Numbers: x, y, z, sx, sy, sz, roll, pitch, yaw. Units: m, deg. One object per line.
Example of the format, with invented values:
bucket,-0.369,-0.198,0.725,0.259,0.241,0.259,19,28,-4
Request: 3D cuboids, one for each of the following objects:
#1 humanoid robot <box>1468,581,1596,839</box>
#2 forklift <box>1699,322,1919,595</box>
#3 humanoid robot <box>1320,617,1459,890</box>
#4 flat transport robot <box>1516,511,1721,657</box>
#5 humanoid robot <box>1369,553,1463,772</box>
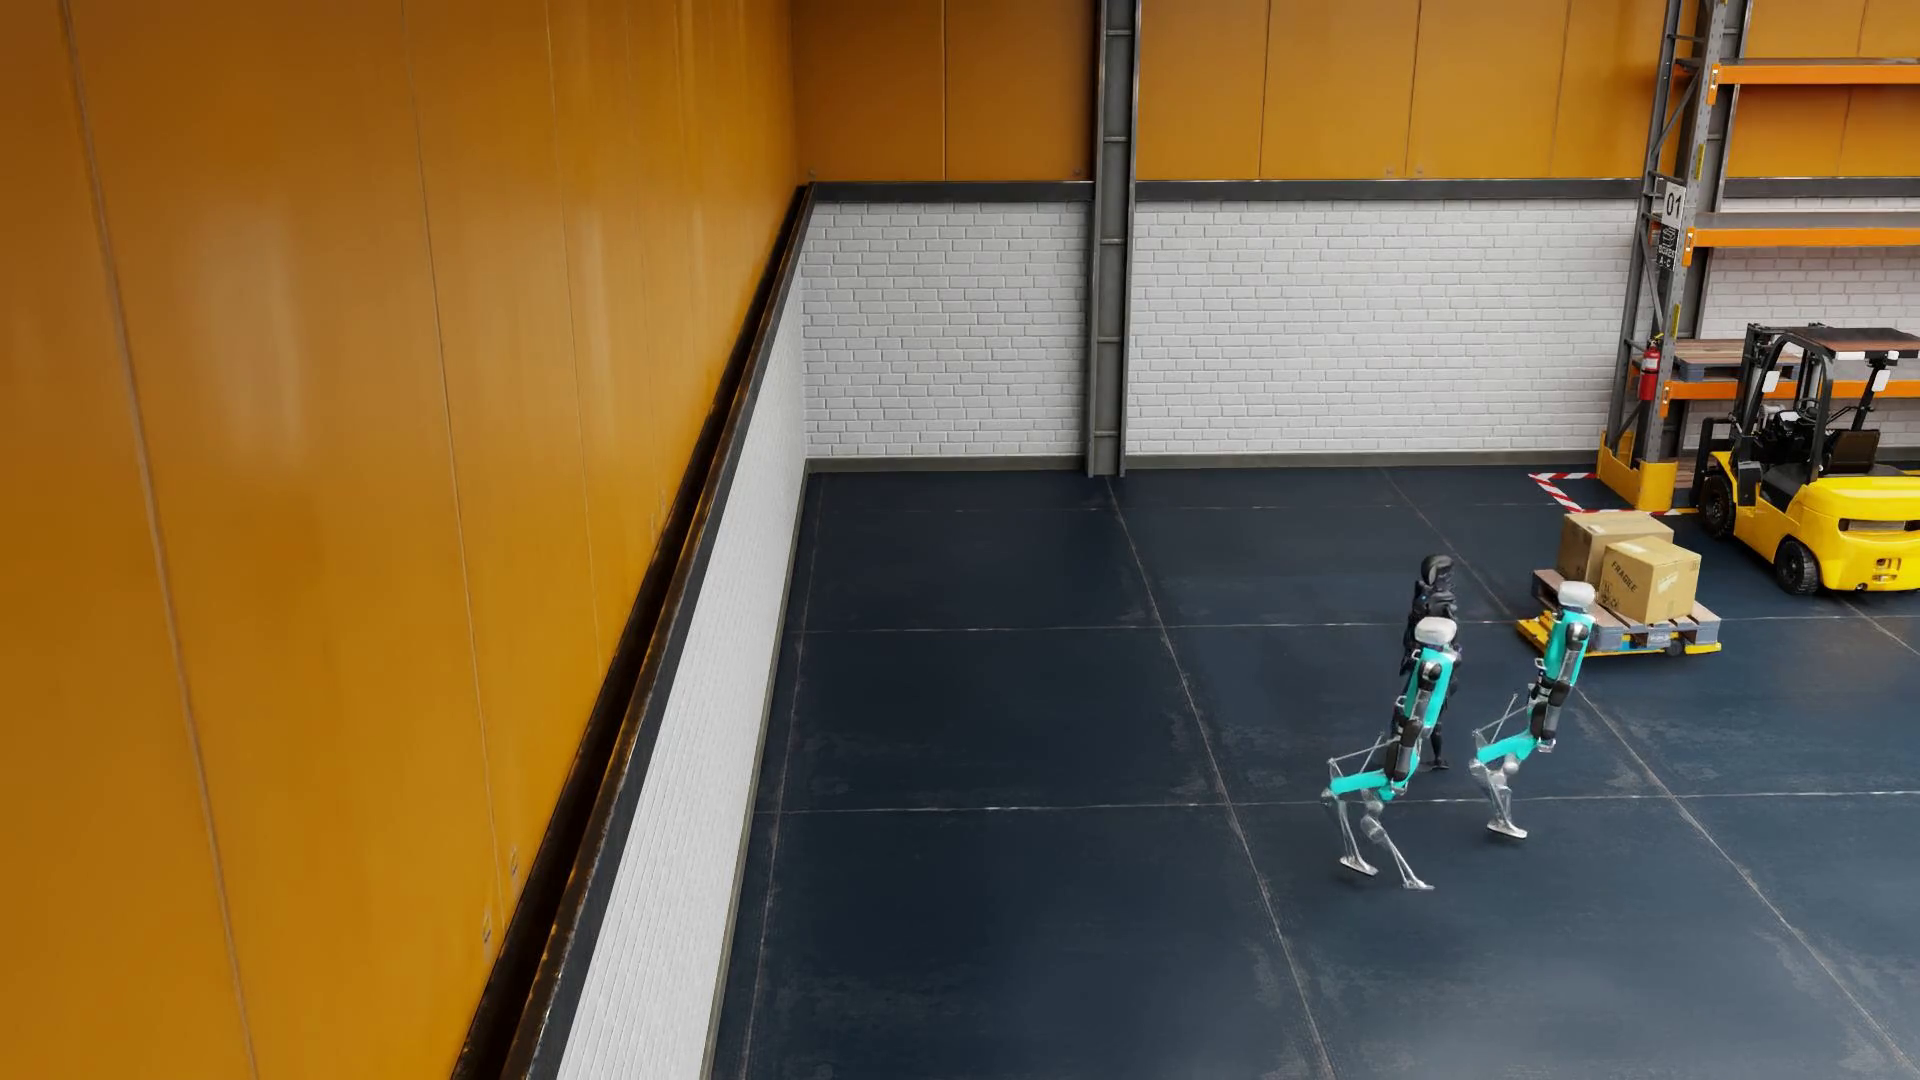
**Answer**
humanoid robot,3.504,1.144,10.486,0.777,1.883,0.572,5,21,13
forklift,7.809,-0.792,14.926,1.214,2.155,2.313,-1,20,-2
humanoid robot,2.516,1.280,9.997,0.828,1.785,0.570,9,22,23
flat transport robot,5.359,0.738,13.552,1.431,0.231,0.659,-3,20,-7
humanoid robot,3.151,0.852,11.233,0.563,1.643,0.584,-6,21,-17
